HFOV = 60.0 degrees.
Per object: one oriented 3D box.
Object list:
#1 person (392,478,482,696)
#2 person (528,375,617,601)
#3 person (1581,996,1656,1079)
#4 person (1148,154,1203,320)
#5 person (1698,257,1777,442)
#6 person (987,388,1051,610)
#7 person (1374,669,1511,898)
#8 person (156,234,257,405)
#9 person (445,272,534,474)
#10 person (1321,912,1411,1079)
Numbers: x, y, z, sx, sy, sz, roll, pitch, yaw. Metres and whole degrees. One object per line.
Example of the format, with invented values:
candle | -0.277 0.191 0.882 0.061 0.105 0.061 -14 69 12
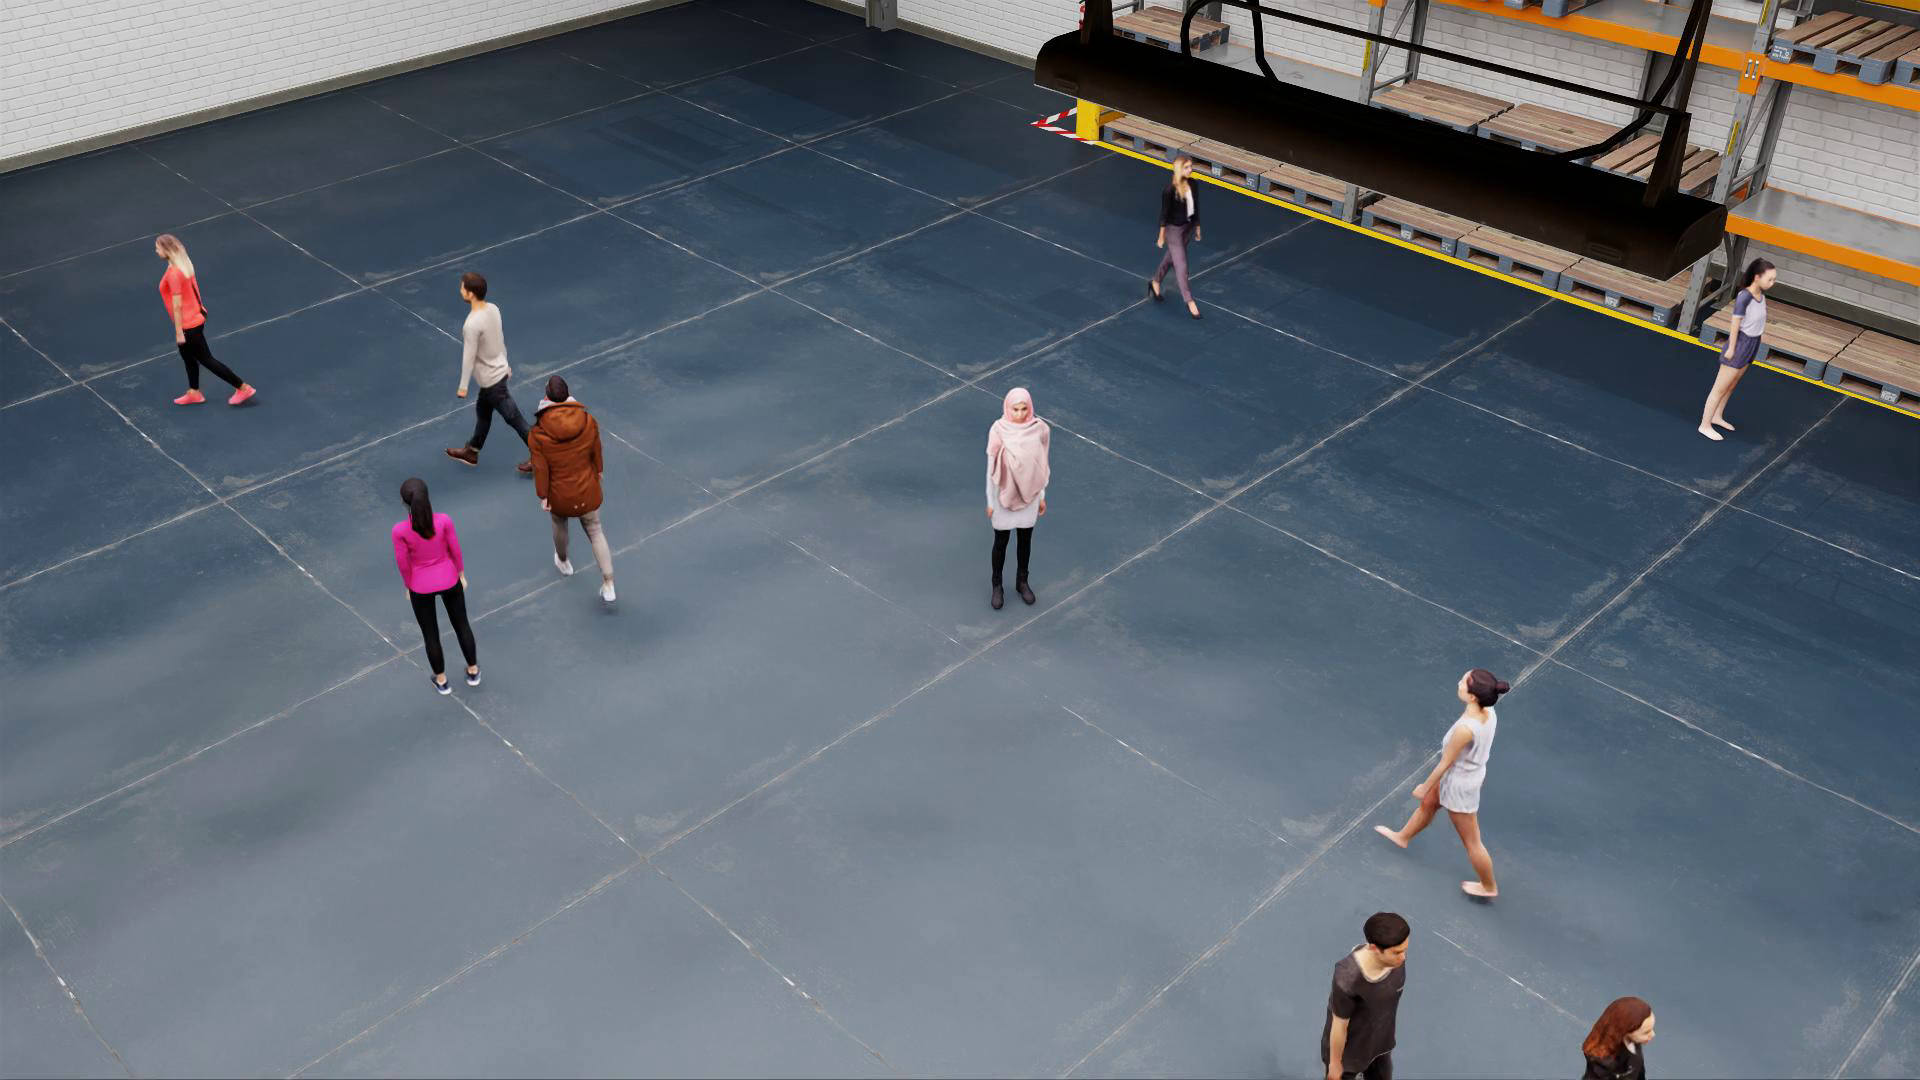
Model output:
person | -3.645 0.315 11.548 0.655 1.699 0.657 -16 37 -22
person | -2.864 -0.338 12.442 0.927 1.798 1.231 -17 37 -23
person | 3.063 2.716 8.172 0.986 1.438 0.679 21 39 29
person | 2.134 -3.073 16.718 0.665 1.620 1.035 -25 41 -32
person | 6.826 -1.687 14.605 0.588 1.651 0.509 -28 43 -35
person | 0.414 -0.319 12.409 0.737 1.803 0.763 -7 34 -10
person | 3.053 1.487 9.912 1.120 1.559 0.718 20 39 28
person | -6.841 -1.949 14.981 1.009 1.671 1.027 -6 34 -9
person | -3.829 -1.330 13.918 1.251 1.817 1.153 2 34 3
person | 1.945 2.434 8.354 0.695 1.707 0.699 -18 38 -25
